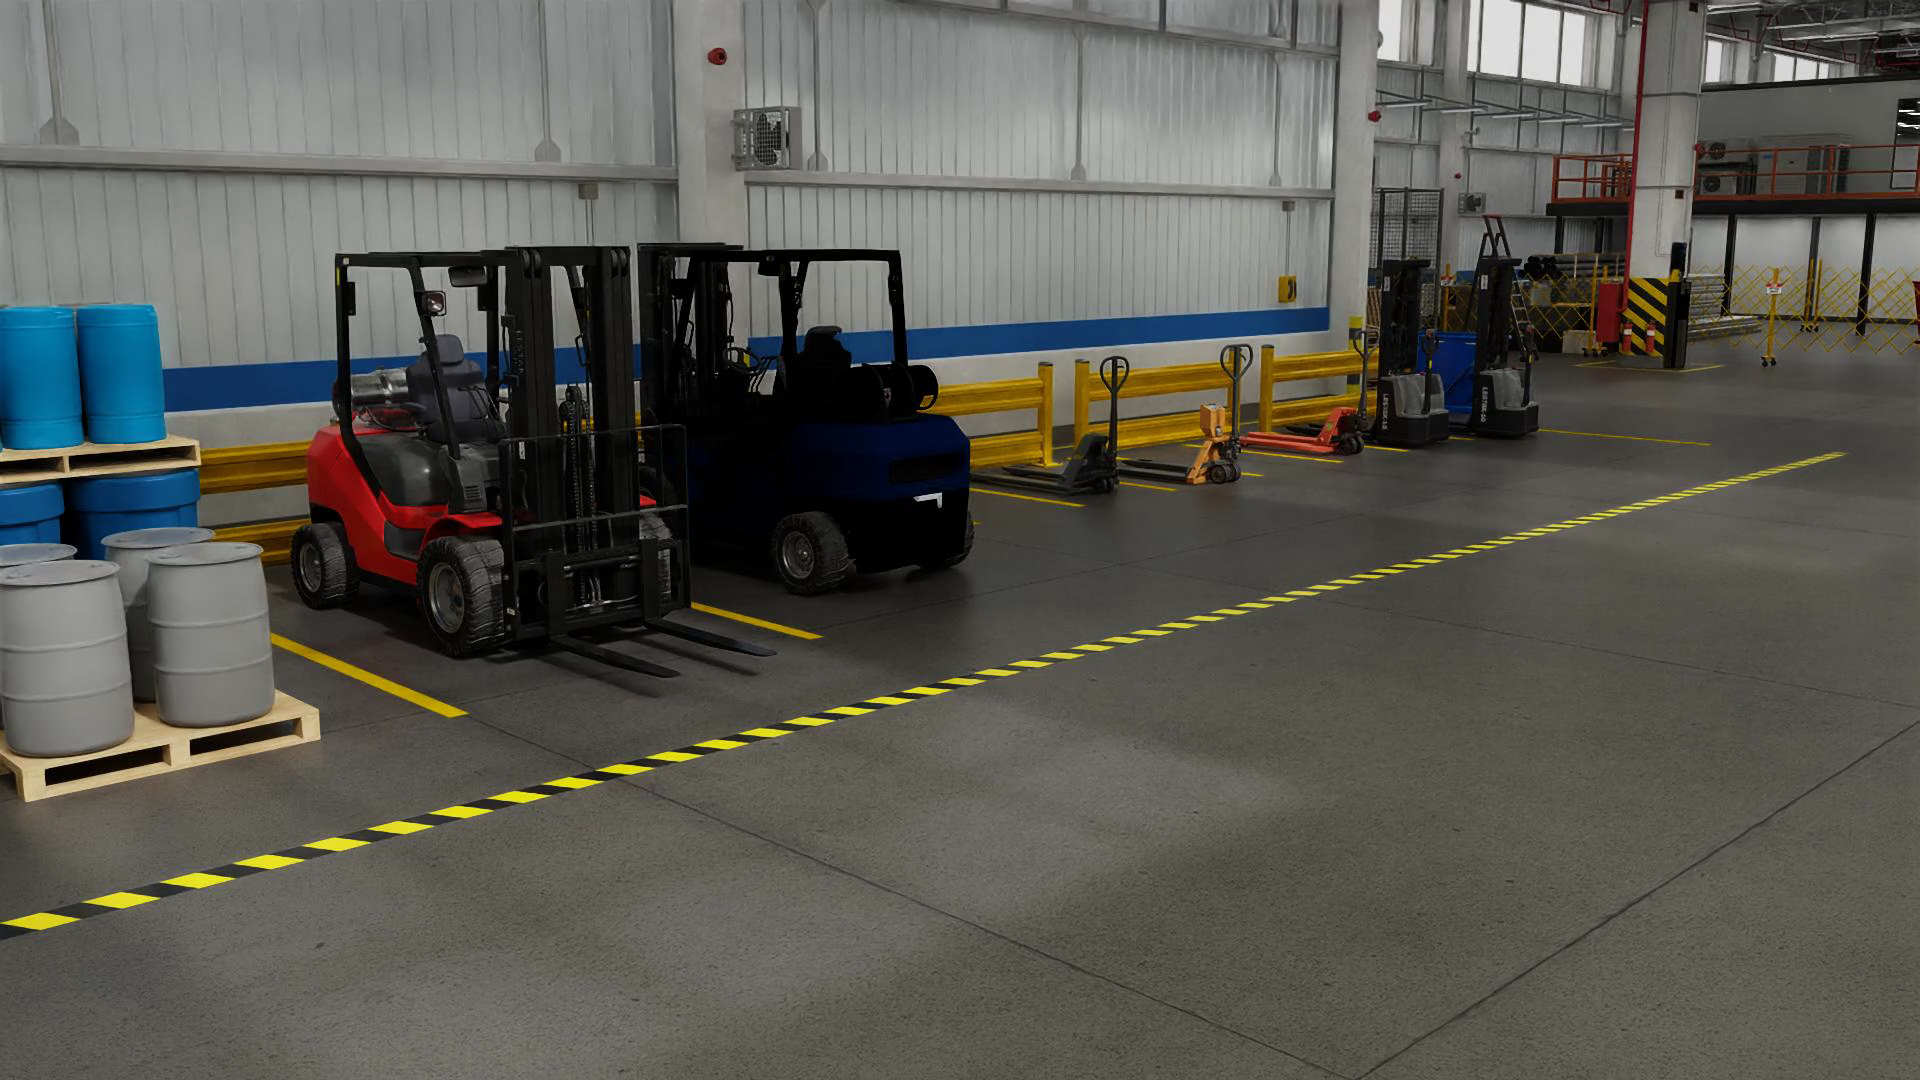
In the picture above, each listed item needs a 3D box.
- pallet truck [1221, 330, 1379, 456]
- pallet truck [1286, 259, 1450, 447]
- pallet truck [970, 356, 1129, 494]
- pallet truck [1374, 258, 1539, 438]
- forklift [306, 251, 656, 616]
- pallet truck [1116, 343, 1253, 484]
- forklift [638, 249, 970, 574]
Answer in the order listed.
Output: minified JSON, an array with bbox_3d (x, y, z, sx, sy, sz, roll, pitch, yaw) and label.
[{"bbox_3d":[3.563,-1.581,17.381,0.653,1.274,1.630,-10,14,-44],"label":"pallet truck"},{"bbox_3d":[4.493,-2.078,18.196,0.823,1.965,1.885,-9,14,-40],"label":"pallet truck"},{"bbox_3d":[0.784,-1.085,14.876,0.680,1.201,1.601,-10,14,-44],"label":"pallet truck"},{"bbox_3d":[5.704,-2.208,18.901,1.885,1.965,0.823,10,14,43],"label":"pallet truck"},{"bbox_3d":[-2.833,-0.669,9.694,1.157,1.987,2.680,-10,14,-44],"label":"forklift"},{"bbox_3d":[1.962,-1.215,15.415,1.522,1.261,0.704,10,14,43],"label":"pallet truck"},{"bbox_3d":[-1.173,-0.958,11.239,2.680,1.987,1.157,10,14,43],"label":"forklift"}]
